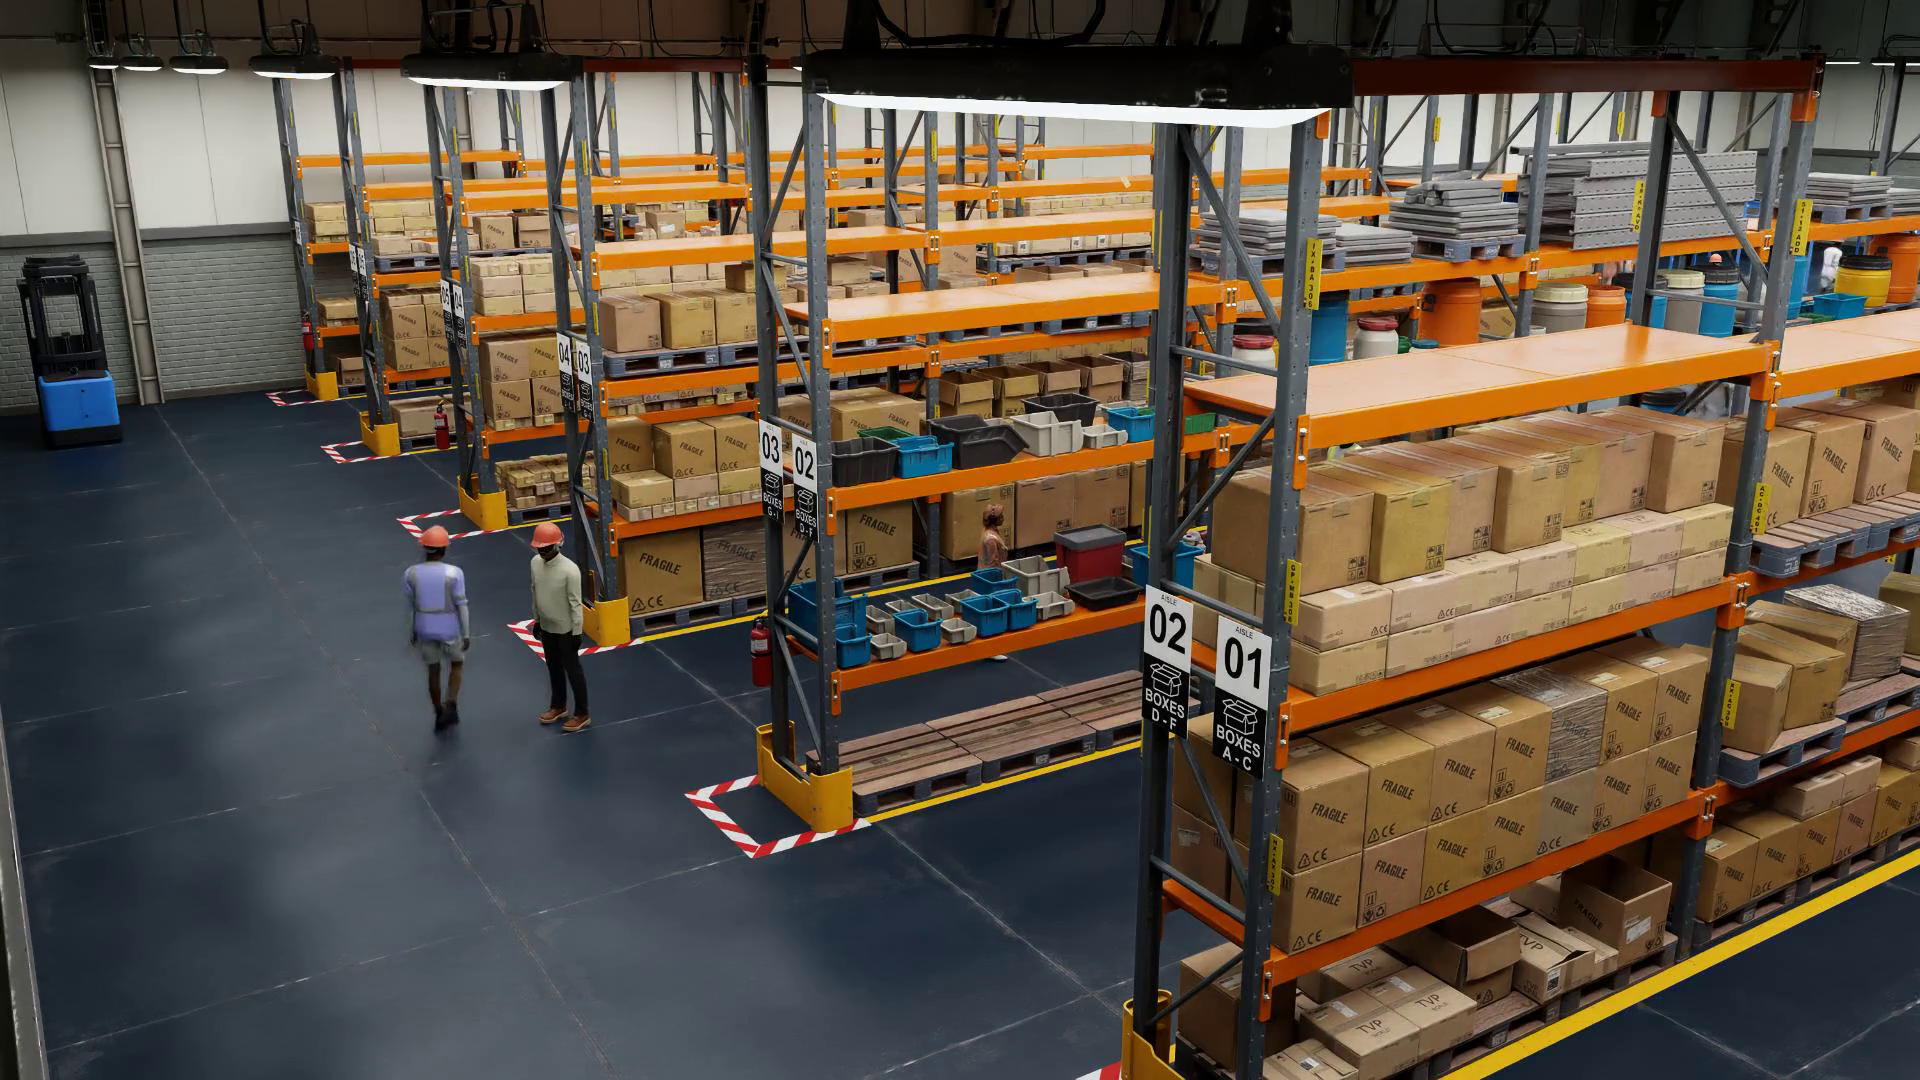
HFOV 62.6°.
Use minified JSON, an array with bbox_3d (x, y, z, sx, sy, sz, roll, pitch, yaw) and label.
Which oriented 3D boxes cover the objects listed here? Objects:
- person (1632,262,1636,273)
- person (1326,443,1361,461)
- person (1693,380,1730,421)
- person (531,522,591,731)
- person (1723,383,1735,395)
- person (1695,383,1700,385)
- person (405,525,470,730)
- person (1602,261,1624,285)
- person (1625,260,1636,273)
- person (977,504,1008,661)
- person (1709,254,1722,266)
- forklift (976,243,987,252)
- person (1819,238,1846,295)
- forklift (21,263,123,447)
[{"bbox_3d":[14.440,-5.019,33.779,1.000,1.830,0.582,-6,18,-20],"label":"person"},{"bbox_3d":[4.575,-0.511,18.970,0.429,1.844,0.625,-9,19,-28],"label":"person"},{"bbox_3d":[11.542,-2.086,24.144,0.667,1.830,0.545,-5,18,-16],"label":"person"},{"bbox_3d":[-3.705,0.783,14.494,0.623,1.986,0.415,12,21,34],"label":"person"},{"bbox_3d":[14.583,-3.560,29.000,0.967,1.840,0.595,-3,17,-8],"label":"person"},{"bbox_3d":[14.133,-3.844,29.788,0.434,1.907,0.611,-8,19,-25],"label":"person"},{"bbox_3d":[-4.779,0.805,14.527,0.570,1.916,0.444,0,17,-1],"label":"person"},{"bbox_3d":[15.673,-6.408,38.080,0.652,1.970,0.608,13,21,37],"label":"person"},{"bbox_3d":[18.249,-7.772,42.783,0.522,1.844,0.827,-9,19,-28],"label":"person"},{"bbox_3d":[0.334,0.420,16.255,0.305,1.640,0.522,-1,17,-4],"label":"person"},{"bbox_3d":[16.346,-5.255,34.363,0.551,1.935,0.375,-4,17,-14],"label":"person"},{"bbox_3d":[0.988,-5.474,34.718,1.214,2.155,2.313,-10,20,-31],"label":"forklift"},{"bbox_3d":[21.216,-6.462,38.348,0.648,1.912,0.559,-5,18,-15],"label":"person"},{"bbox_3d":[-14.518,-3.079,25.708,1.129,2.768,1.873,-10,20,-31],"label":"forklift"}]
